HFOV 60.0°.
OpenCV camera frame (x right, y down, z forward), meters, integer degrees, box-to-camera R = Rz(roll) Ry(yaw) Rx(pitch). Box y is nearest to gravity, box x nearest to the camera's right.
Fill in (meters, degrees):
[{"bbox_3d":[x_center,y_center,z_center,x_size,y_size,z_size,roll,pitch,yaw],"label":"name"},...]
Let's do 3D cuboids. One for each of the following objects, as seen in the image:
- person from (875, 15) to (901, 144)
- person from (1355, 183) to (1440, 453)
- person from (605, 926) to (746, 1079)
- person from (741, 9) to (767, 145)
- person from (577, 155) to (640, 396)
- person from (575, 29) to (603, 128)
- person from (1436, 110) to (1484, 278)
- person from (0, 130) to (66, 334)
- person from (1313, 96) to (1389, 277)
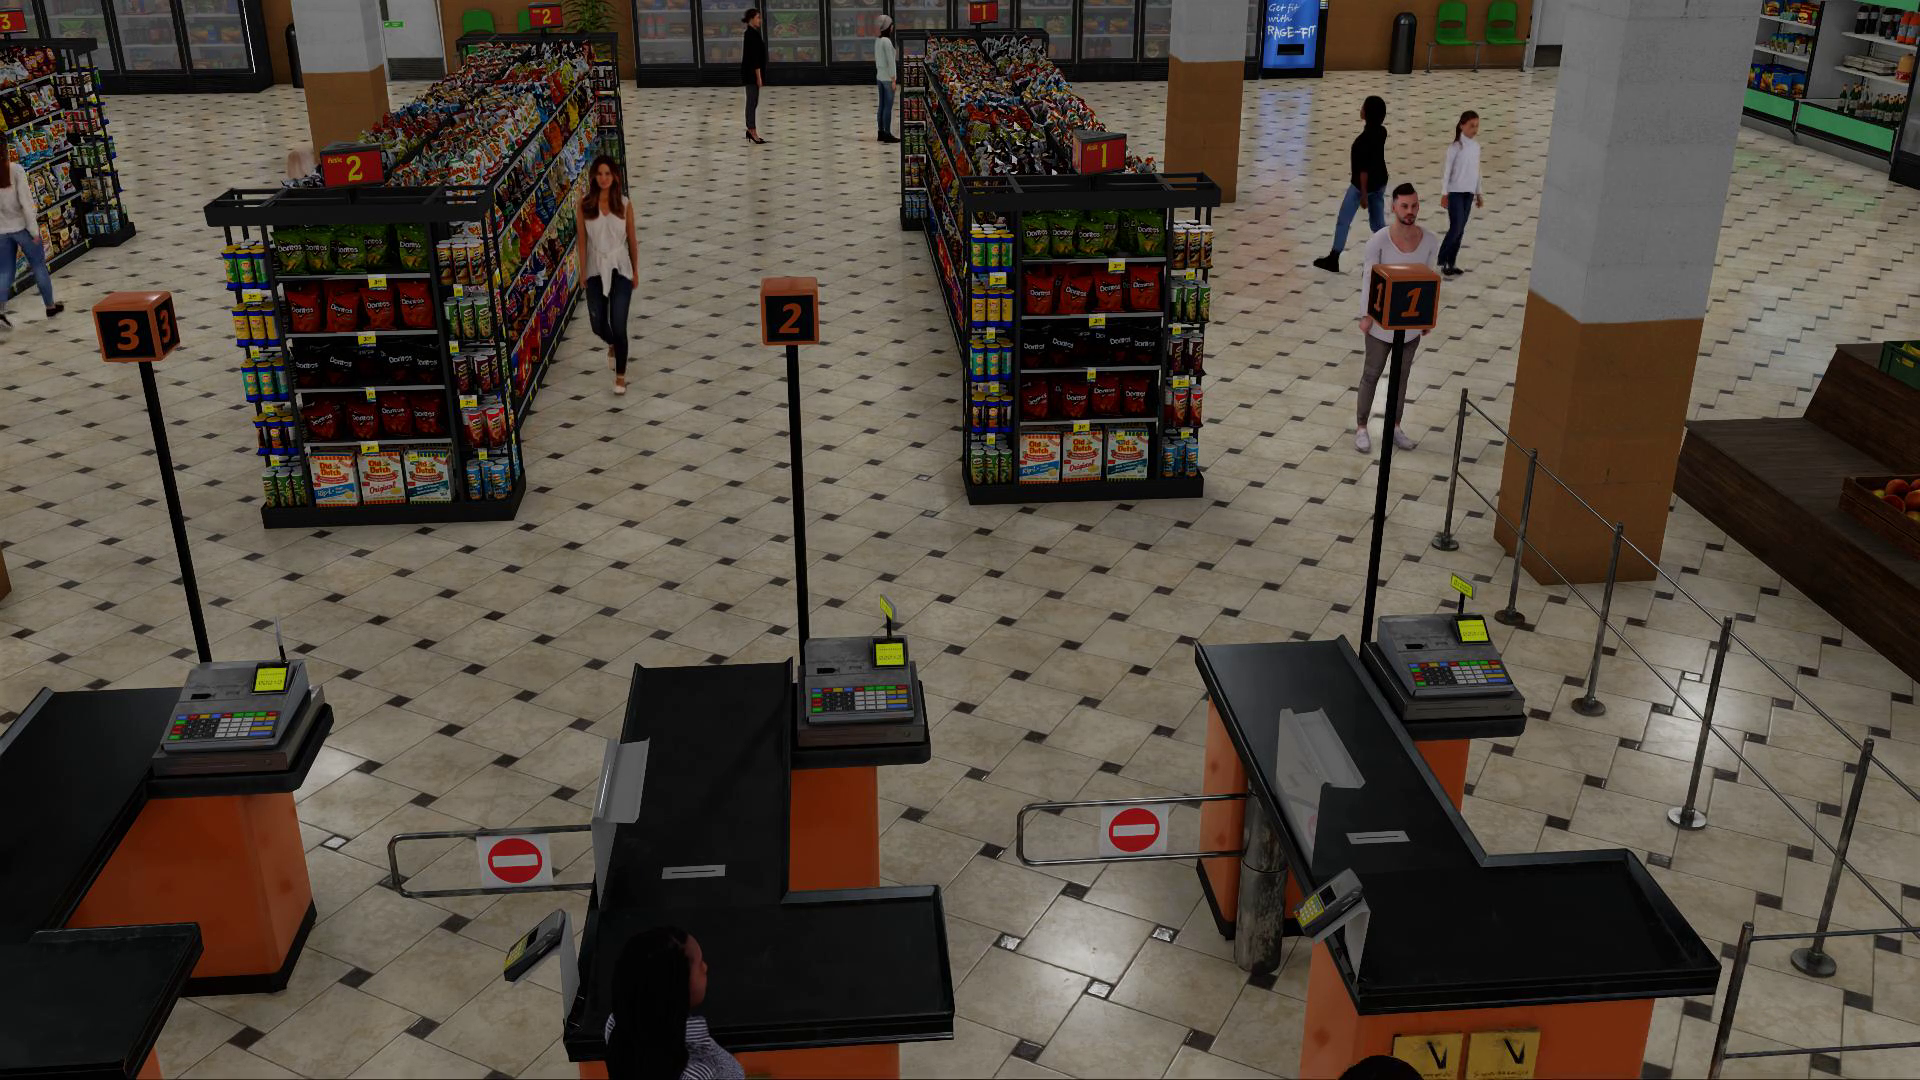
[{"bbox_3d":[-0.978,-6.142,22.132,0.700,1.645,0.559,-12,26,-25],"label":"person"},{"bbox_3d":[2.953,-1.520,11.323,0.674,1.841,0.568,-4,24,-8],"label":"person"},{"bbox_3d":[-0.671,1.682,4.152,0.656,1.725,0.732,22,32,40],"label":"person"},{"bbox_3d":[-2.747,-6.155,22.071,0.713,1.716,0.521,-4,24,-9],"label":"person"},{"bbox_3d":[-2.642,-2.008,12.528,0.599,1.769,0.844,-3,24,-6],"label":"person"},{"bbox_3d":[-4.707,-5.634,21.036,0.718,1.592,0.615,9,25,20],"label":"person"},{"bbox_3d":[4.670,-3.277,15.705,0.618,1.547,0.672,-12,26,-25],"label":"person"},{"bbox_3d":[-7.946,-2.541,13.887,0.667,1.656,1.142,-1,24,-1],"label":"person"},{"bbox_3d":[3.869,-3.238,15.450,0.912,1.680,1.022,-20,30,-38],"label":"person"}]
